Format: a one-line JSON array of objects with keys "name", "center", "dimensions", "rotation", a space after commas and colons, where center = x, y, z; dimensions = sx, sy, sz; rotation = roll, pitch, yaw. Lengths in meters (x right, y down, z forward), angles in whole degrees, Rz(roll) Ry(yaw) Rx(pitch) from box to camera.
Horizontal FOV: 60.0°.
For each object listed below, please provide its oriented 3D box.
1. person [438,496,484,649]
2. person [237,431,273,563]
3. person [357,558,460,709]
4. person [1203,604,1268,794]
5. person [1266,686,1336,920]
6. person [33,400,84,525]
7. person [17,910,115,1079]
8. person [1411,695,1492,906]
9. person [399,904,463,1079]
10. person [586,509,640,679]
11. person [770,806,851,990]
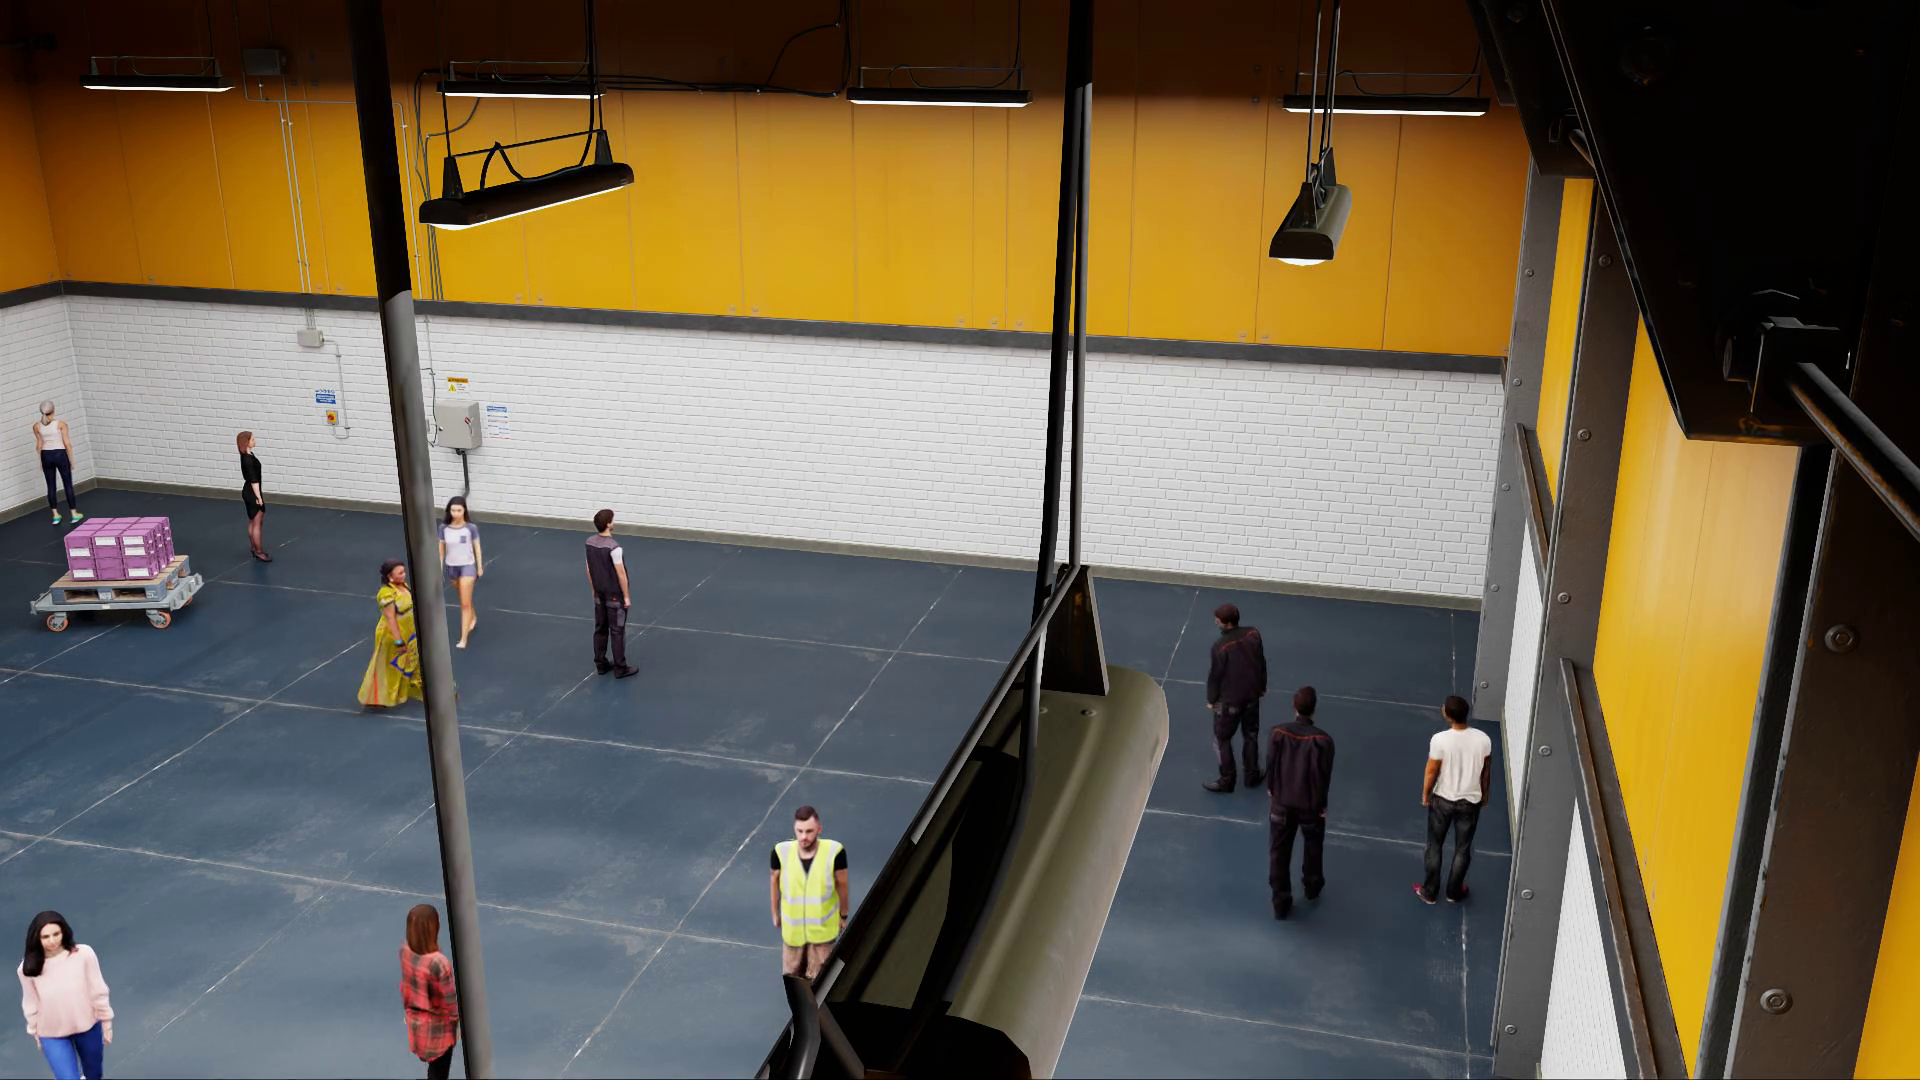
[{"name": "person", "center": [-5.569, 0.330, 18.638], "dimensions": [0.811, 1.666, 1.233], "rotation": [0, 19, 1]}, {"name": "person", "center": [-9.025, -0.563, 21.227], "dimensions": [0.699, 1.706, 0.649], "rotation": [-11, 22, -31]}, {"name": "person", "center": [-5.748, 0.994, 16.777], "dimensions": [0.949, 1.596, 1.234], "rotation": [1, 19, 4]}, {"name": "person", "center": [2.600, 1.424, 15.165], "dimensions": [0.899, 1.809, 0.923], "rotation": [-4, 19, -12]}, {"name": "person", "center": [2.631, 2.095, 13.045], "dimensions": [0.789, 1.890, 0.970], "rotation": [8, 20, 23]}, {"name": "person", "center": [-12.374, -1.073, 22.749], "dimensions": [0.673, 1.702, 0.685], "rotation": [-5, 19, -14]}, {"name": "person", "center": [-5.569, 3.060, 10.421], "dimensions": [1.108, 1.736, 1.172], "rotation": [-11, 21, -29]}, {"name": "person", "center": [3.976, 2.070, 13.284], "dimensions": [0.722, 1.786, 0.618], "rotation": [6, 20, 19]}, {"name": "person", "center": [-3.377, 3.078, 10.433], "dimensions": [0.724, 1.694, 0.730], "rotation": [13, 23, 34]}, {"name": "person", "center": [-3.733, 0.559, 17.673], "dimensions": [0.727, 1.848, 0.678], "rotation": [11, 22, 30]}, {"name": "person", "center": [-1.038, 2.636, 11.529], "dimensions": [0.842, 1.833, 1.000], "rotation": [0, 19, -1]}]
